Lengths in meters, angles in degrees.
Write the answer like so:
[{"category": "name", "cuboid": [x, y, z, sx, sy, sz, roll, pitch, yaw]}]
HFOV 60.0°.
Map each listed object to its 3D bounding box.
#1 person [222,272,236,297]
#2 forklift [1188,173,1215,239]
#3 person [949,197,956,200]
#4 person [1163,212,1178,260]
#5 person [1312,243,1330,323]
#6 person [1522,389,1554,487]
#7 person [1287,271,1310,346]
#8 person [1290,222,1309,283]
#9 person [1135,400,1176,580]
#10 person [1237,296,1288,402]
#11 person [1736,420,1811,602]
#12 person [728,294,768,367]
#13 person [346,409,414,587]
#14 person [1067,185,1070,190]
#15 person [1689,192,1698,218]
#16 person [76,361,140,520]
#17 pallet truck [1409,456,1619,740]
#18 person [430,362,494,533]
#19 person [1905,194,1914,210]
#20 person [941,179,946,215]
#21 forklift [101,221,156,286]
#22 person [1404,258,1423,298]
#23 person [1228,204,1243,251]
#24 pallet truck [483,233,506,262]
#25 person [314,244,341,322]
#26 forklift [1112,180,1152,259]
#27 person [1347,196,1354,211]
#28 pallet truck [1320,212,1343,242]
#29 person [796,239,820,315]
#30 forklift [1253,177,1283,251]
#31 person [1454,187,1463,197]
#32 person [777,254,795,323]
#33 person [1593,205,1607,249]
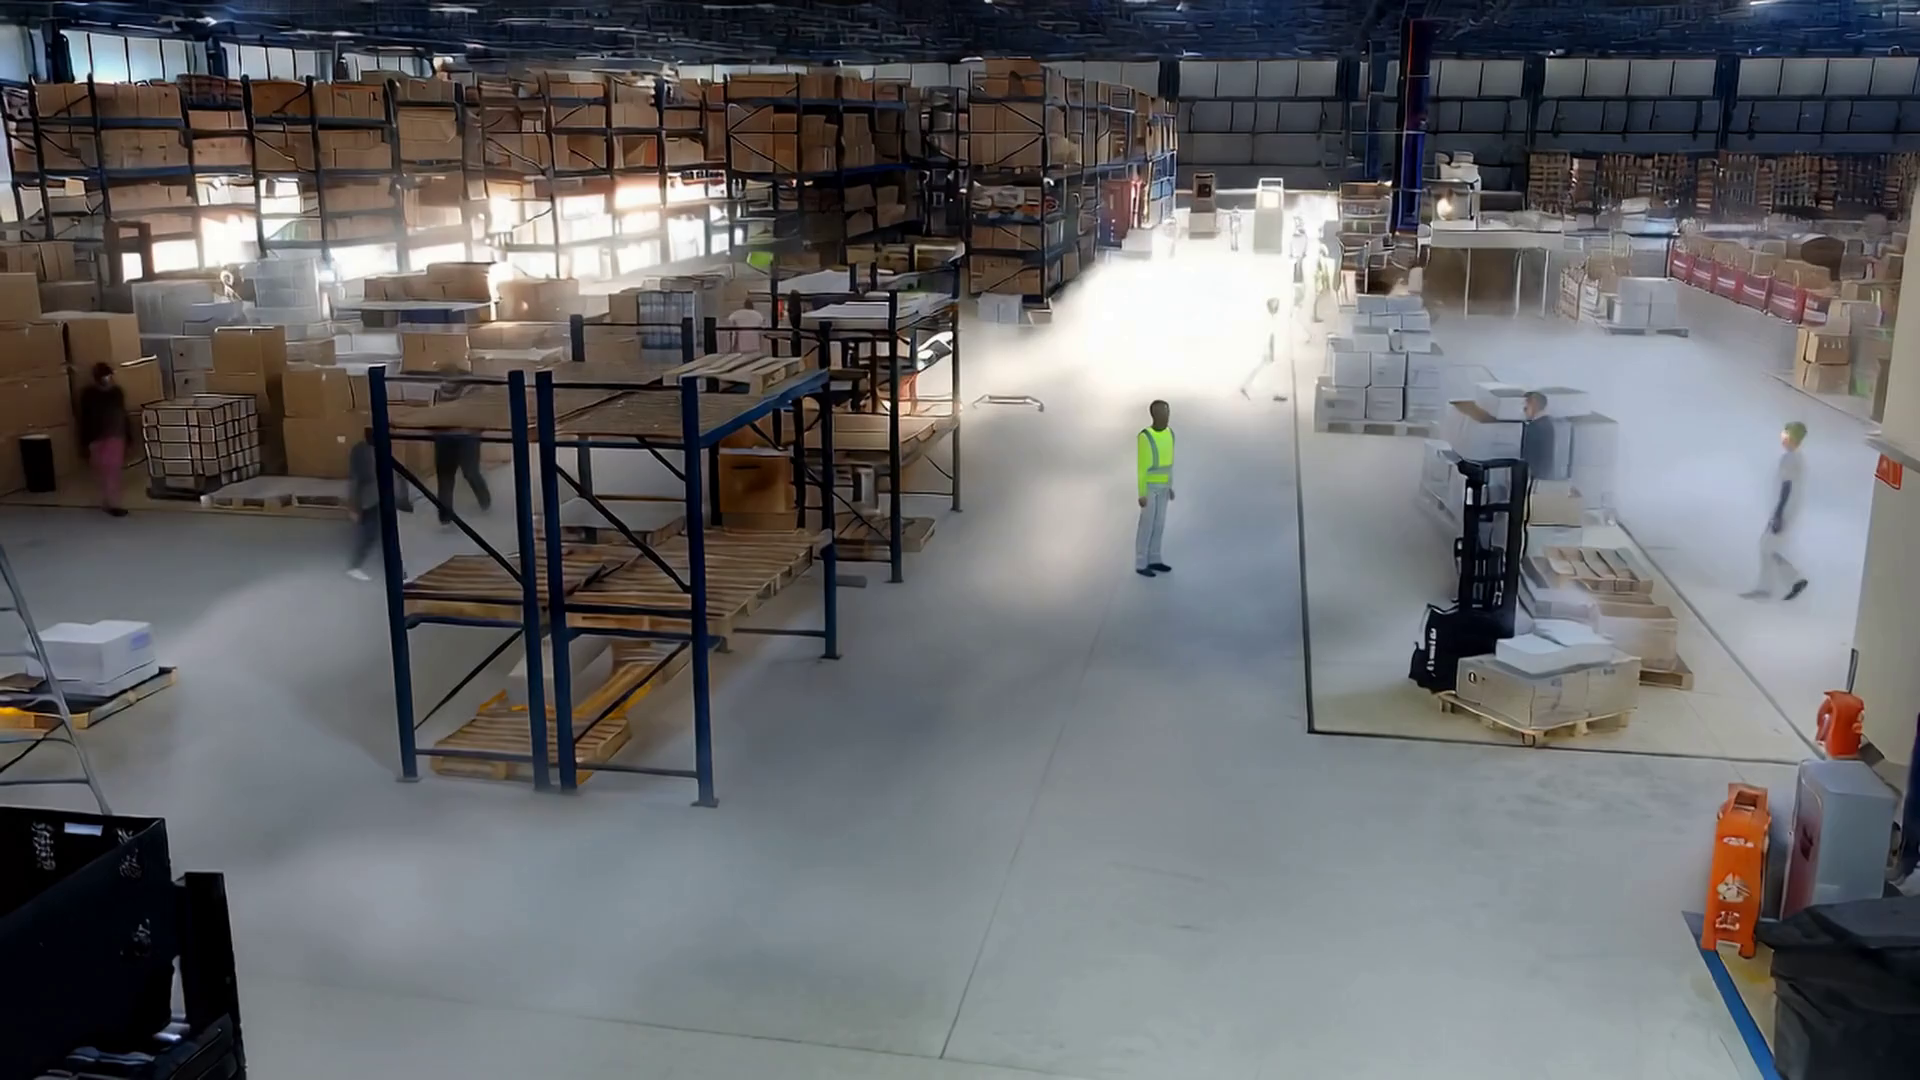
[{"category": "person", "cuboid": [-15.729, -4.948, 35.846, 0.307, 1.641, 0.513, -4, 14, -14]}, {"category": "forklift", "cuboid": [10.536, -14.519, 72.153, 1.129, 2.768, 1.873, 2, 14, 10]}, {"category": "person", "cuboid": [-0.396, -18.425, 89.994, 0.540, 1.913, 0.506, 0, 14, 2]}, {"category": "person", "cuboid": [7.664, -11.063, 60.495, 0.541, 1.731, 0.551, 4, 14, 14]}, {"category": "person", "cuboid": [8.822, -6.288, 40.672, 0.371, 1.939, 0.543, 3, 14, 14]}, {"category": "person", "cuboid": [6.118, -0.678, 17.948, 0.597, 1.922, 0.639, 5, 15, 20]}, {"category": "person", "cuboid": [7.378, -5.032, 36.207, 0.531, 1.622, 0.459, -10, 17, -35]}, {"category": "person", "cuboid": [10.378, -8.781, 50.910, 0.541, 1.897, 1.019, 3, 14, 14]}, {"category": "person", "cuboid": [2.059, -0.535, 17.431, 0.362, 1.883, 0.575, 13, 19, 43]}, {"category": "person", "cuboid": [5.264, -3.290, 28.725, 0.893, 1.841, 0.534, -5, 15, -19]}, {"category": "person", "cuboid": [8.110, -0.270, 16.454, 0.556, 1.830, 0.553, 7, 16, 27]}, {"category": "person", "cuboid": [-3.604, -3.257, 28.469, 0.658, 1.882, 1.019, 0, 14, 1]}, {"category": "person", "cuboid": [-5.995, -0.426, 17.035, 1.032, 1.876, 0.586, 4, 15, 17]}, {"category": "person", "cuboid": [5.656, -17.845, 87.869, 0.585, 1.812, 0.805, 2, 14, 7]}, {"category": "person", "cuboid": [35.578, -16.041, 80.552, 0.860, 1.792, 0.622, 1, 14, 5]}, {"category": "person", "cuboid": [-10.210, -1.197, 20.053, 0.688, 1.915, 0.648, 3, 14, 14]}, {"category": "pallet truck", "cuboid": [4.504, 0.400, 13.395, 0.823, 1.965, 1.885, -6, 15, -23]}, {"category": "person", "cuboid": [-5.906, -1.170, 19.682, 0.692, 2.000, 0.995, 3, 14, 10]}, {"category": "person", "cuboid": [45.165, -15.695, 79.046, 0.385, 1.849, 0.569, 3, 14, 12]}, {"category": "person", "cuboid": [-0.771, -19.171, 92.865, 0.623, 1.989, 0.399, 1, 14, 6]}, {"category": "forklift", "cuboid": [-16.772, -5.071, 33.793, 1.129, 2.768, 1.873, 3, 14, 10]}, {"category": "person", "cuboid": [11.083, -6.063, 40.463, 0.515, 1.592, 0.841, -13, 19, -42]}, {"category": "person", "cuboid": [10.758, -12.193, 64.936, 0.594, 1.803, 0.811, 2, 14, 7]}, {"category": "pallet truck", "cuboid": [-11.832, -7.026, 43.548, 1.885, 1.965, 0.823, 8, 16, 28]}, {"category": "person", "cuboid": [-15.522, -6.324, 40.881, 0.587, 1.911, 0.397, -8, 16, -29]}, {"category": "forklift", "cuboid": [6.082, -11.722, 60.796, 1.873, 2.768, 1.129, 2, 14, 9]}, {"category": "person", "cuboid": [18.729, -15.977, 79.963, 0.476, 1.962, 0.622, 0, 14, 0]}, {"category": "pallet truck", "cuboid": [15.874, -13.227, 70.310, 0.680, 1.201, 1.601, 10, 17, 35]}, {"category": "person", "cuboid": [-3.748, -6.399, 41.001, 0.609, 1.997, 0.375, -4, 14, -17]}, {"category": "forklift", "cuboid": [12.083, -12.747, 64.956, 1.129, 2.768, 1.873, 3, 14, 10]}, {"category": "person", "cuboid": [24.445, -16.466, 82.018, 0.651, 1.919, 0.820, -8, 16, -28]}, {"category": "person", "cuboid": [-4.225, -6.120, 40.547, 0.533, 1.671, 0.498, -12, 18, -41]}, {"category": "person", "cuboid": [25.401, -12.374, 65.748, 0.577, 1.750, 0.541, 1, 14, 5]}]
